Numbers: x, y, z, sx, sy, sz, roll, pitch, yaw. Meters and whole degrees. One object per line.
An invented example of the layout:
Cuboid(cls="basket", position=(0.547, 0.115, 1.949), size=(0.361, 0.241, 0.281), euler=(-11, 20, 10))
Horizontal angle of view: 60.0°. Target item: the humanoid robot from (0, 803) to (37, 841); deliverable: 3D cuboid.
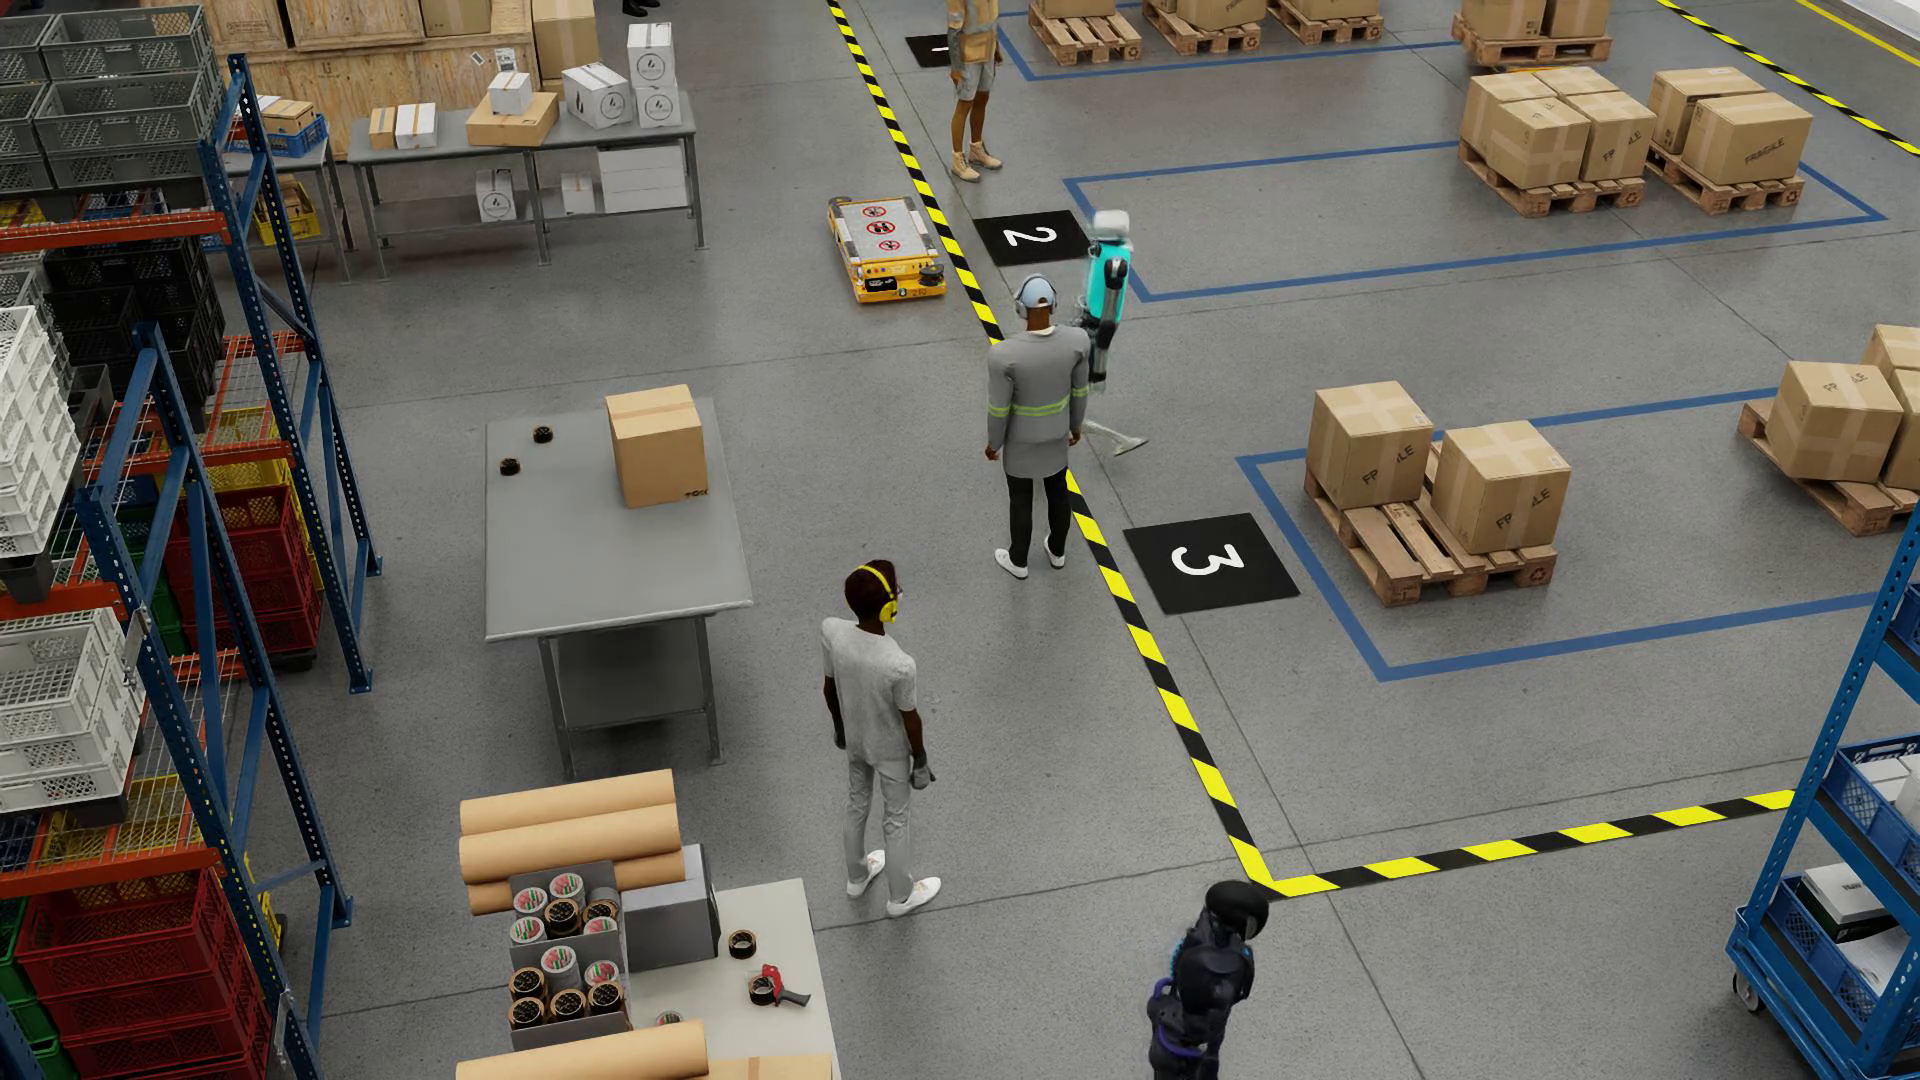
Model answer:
Cuboid(cls="humanoid robot", position=(-4.552, 0.693, 7.451), size=(0.438, 1.650, 0.608), euler=(12, 38, 16))

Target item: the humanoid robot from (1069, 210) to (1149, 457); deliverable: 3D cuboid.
Cuboid(cls="humanoid robot", position=(0.666, -1.118, 9.815), size=(1.003, 1.719, 0.546), euler=(-1, 37, -1))

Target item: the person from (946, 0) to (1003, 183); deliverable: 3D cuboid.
Cuboid(cls="person", position=(0.149, -3.892, 13.302), size=(0.388, 2.039, 0.614), euler=(25, 43, 30))

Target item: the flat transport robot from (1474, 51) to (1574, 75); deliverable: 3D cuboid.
Cuboid(cls="flat transport robot", position=(5.311, -4.482, 15.554), size=(0.652, 0.197, 1.431), euler=(-4, 37, -6))

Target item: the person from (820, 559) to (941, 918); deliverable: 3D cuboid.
Cuboid(cls="person", position=(-0.335, 0.855, 7.064), size=(0.508, 1.871, 0.328), euler=(23, 42, 27))

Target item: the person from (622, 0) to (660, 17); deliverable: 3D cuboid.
Cuboid(cls="person", position=(-3.284, -6.216, 16.511), size=(0.352, 1.938, 0.543), euler=(11, 38, 15))

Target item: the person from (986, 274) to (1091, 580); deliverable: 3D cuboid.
Cuboid(cls="person", position=(0.403, -0.608, 9.049), size=(0.586, 1.848, 0.392), euler=(-13, 39, -17))

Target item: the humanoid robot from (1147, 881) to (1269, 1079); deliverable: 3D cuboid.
Cuboid(cls="humanoid robot", position=(0.852, 1.819, 5.956), size=(0.696, 1.627, 0.604), euler=(1, 37, 2))

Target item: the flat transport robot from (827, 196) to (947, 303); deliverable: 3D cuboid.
Cuboid(cls="flat transport robot", position=(-0.570, -2.220, 12.538), size=(0.659, 0.231, 1.431), euler=(-8, 37, -10))
